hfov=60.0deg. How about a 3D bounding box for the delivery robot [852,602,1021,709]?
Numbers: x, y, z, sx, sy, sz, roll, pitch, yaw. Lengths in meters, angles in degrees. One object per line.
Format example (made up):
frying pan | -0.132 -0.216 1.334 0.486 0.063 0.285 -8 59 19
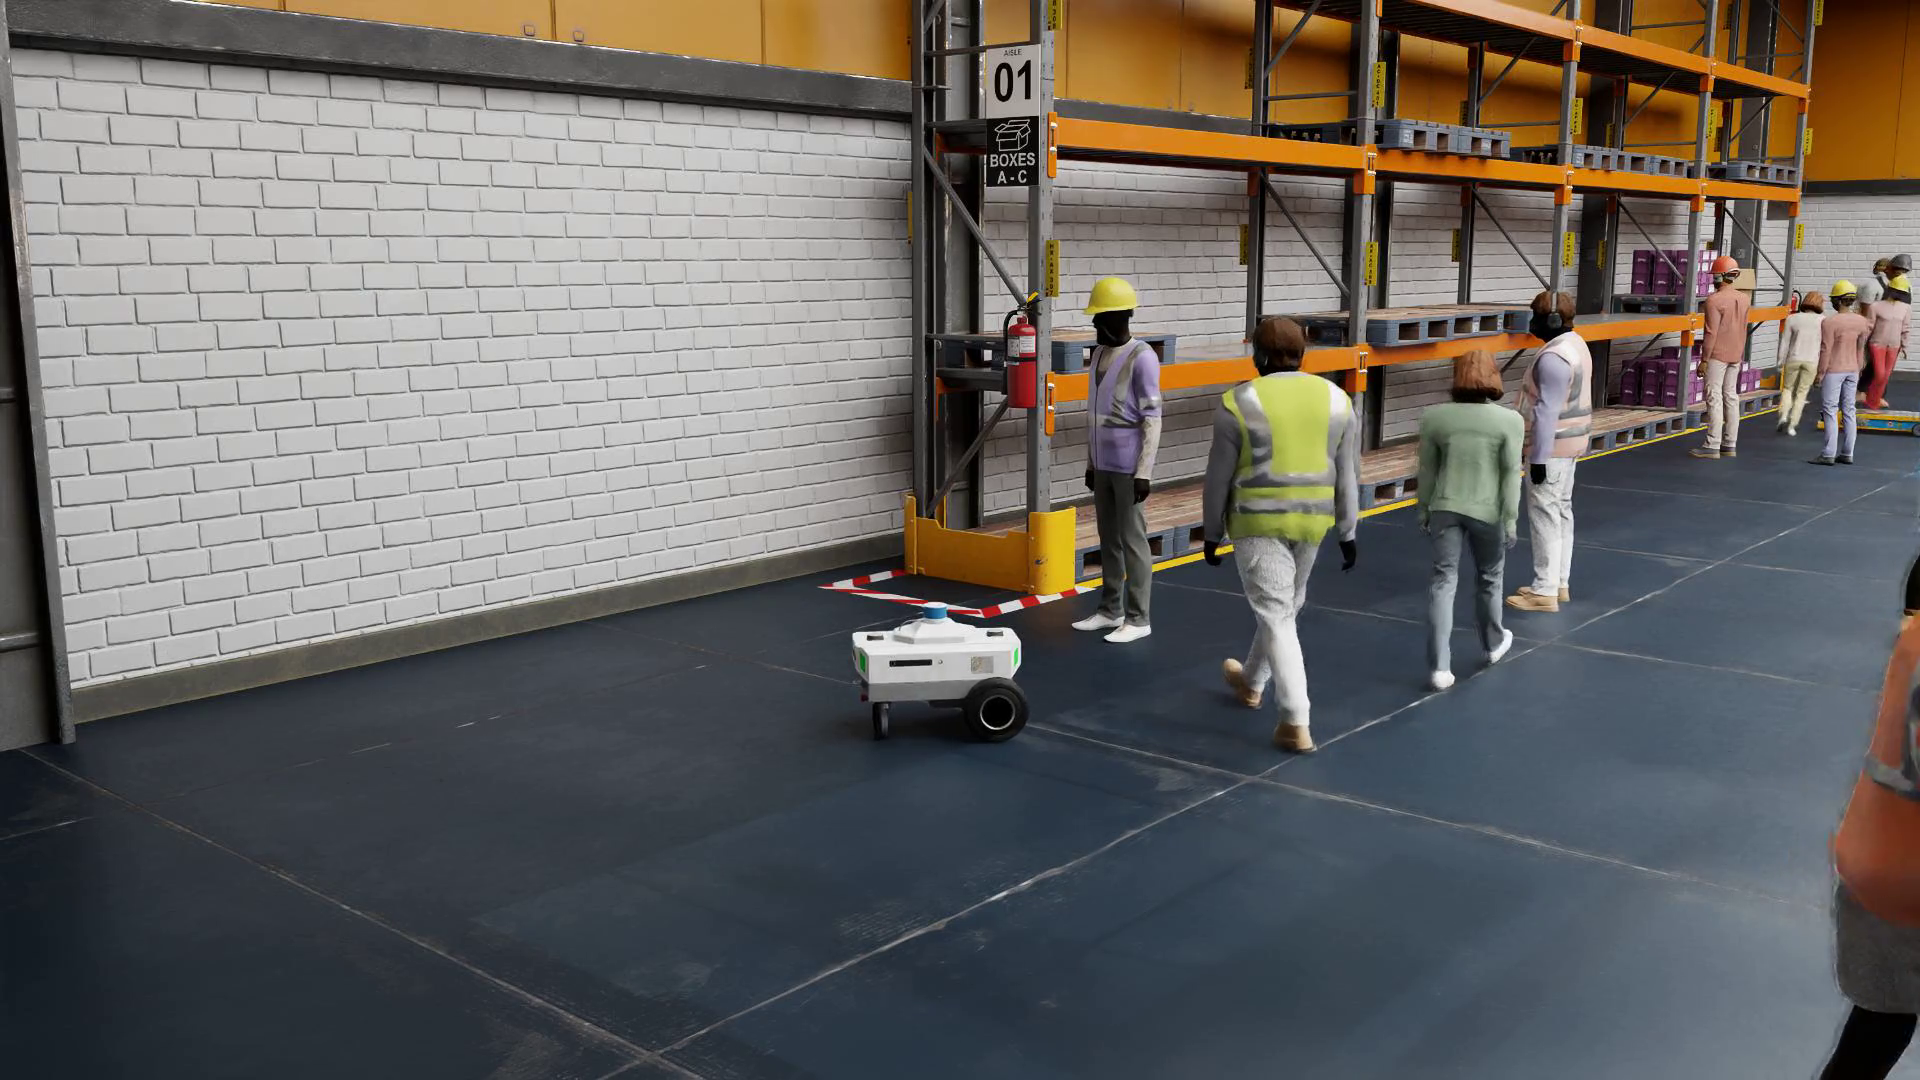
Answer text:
delivery robot | -0.108 0.512 7.130 0.707 0.478 0.477 -1 10 -8

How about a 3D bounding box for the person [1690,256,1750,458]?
person | 7.544 -1.810 16.519 0.623 1.992 0.395 -6 12 -30

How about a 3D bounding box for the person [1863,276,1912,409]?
person | 11.215 -2.315 20.128 0.568 1.729 0.505 0 10 -1

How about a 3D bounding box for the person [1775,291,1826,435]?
person | 9.353 -1.953 18.449 0.533 1.610 0.387 5 11 26

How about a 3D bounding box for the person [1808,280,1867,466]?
person | 8.406 -1.595 15.943 0.533 1.767 0.325 -3 11 -19

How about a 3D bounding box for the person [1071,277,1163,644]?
person | 0.819 -0.417 8.785 0.386 1.922 0.594 -5 11 -25

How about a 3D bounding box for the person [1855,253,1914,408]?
person | 12.074 -2.732 21.634 0.706 2.000 0.542 -1 10 -8

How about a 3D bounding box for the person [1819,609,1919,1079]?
person | 1.901 0.679 3.255 0.448 1.672 0.556 3 10 17

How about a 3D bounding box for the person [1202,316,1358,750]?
person | 1.340 -0.058 7.136 0.638 1.789 1.002 -3 10 -17

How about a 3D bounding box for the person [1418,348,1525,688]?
person | 2.457 -0.120 8.007 0.517 1.585 0.871 6 12 31

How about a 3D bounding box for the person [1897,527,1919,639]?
person | 5.367 -0.272 8.696 0.875 1.647 0.553 -2 10 -9

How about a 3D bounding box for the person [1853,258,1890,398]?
person | 12.557 -2.881 22.778 0.627 1.939 0.371 9 13 40

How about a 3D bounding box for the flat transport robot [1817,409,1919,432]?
flat transport robot | 10.501 -1.330 18.688 1.431 0.197 0.652 8 13 40

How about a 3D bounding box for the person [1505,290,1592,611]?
person | 3.388 -0.512 9.586 0.428 1.838 0.625 6 12 31
